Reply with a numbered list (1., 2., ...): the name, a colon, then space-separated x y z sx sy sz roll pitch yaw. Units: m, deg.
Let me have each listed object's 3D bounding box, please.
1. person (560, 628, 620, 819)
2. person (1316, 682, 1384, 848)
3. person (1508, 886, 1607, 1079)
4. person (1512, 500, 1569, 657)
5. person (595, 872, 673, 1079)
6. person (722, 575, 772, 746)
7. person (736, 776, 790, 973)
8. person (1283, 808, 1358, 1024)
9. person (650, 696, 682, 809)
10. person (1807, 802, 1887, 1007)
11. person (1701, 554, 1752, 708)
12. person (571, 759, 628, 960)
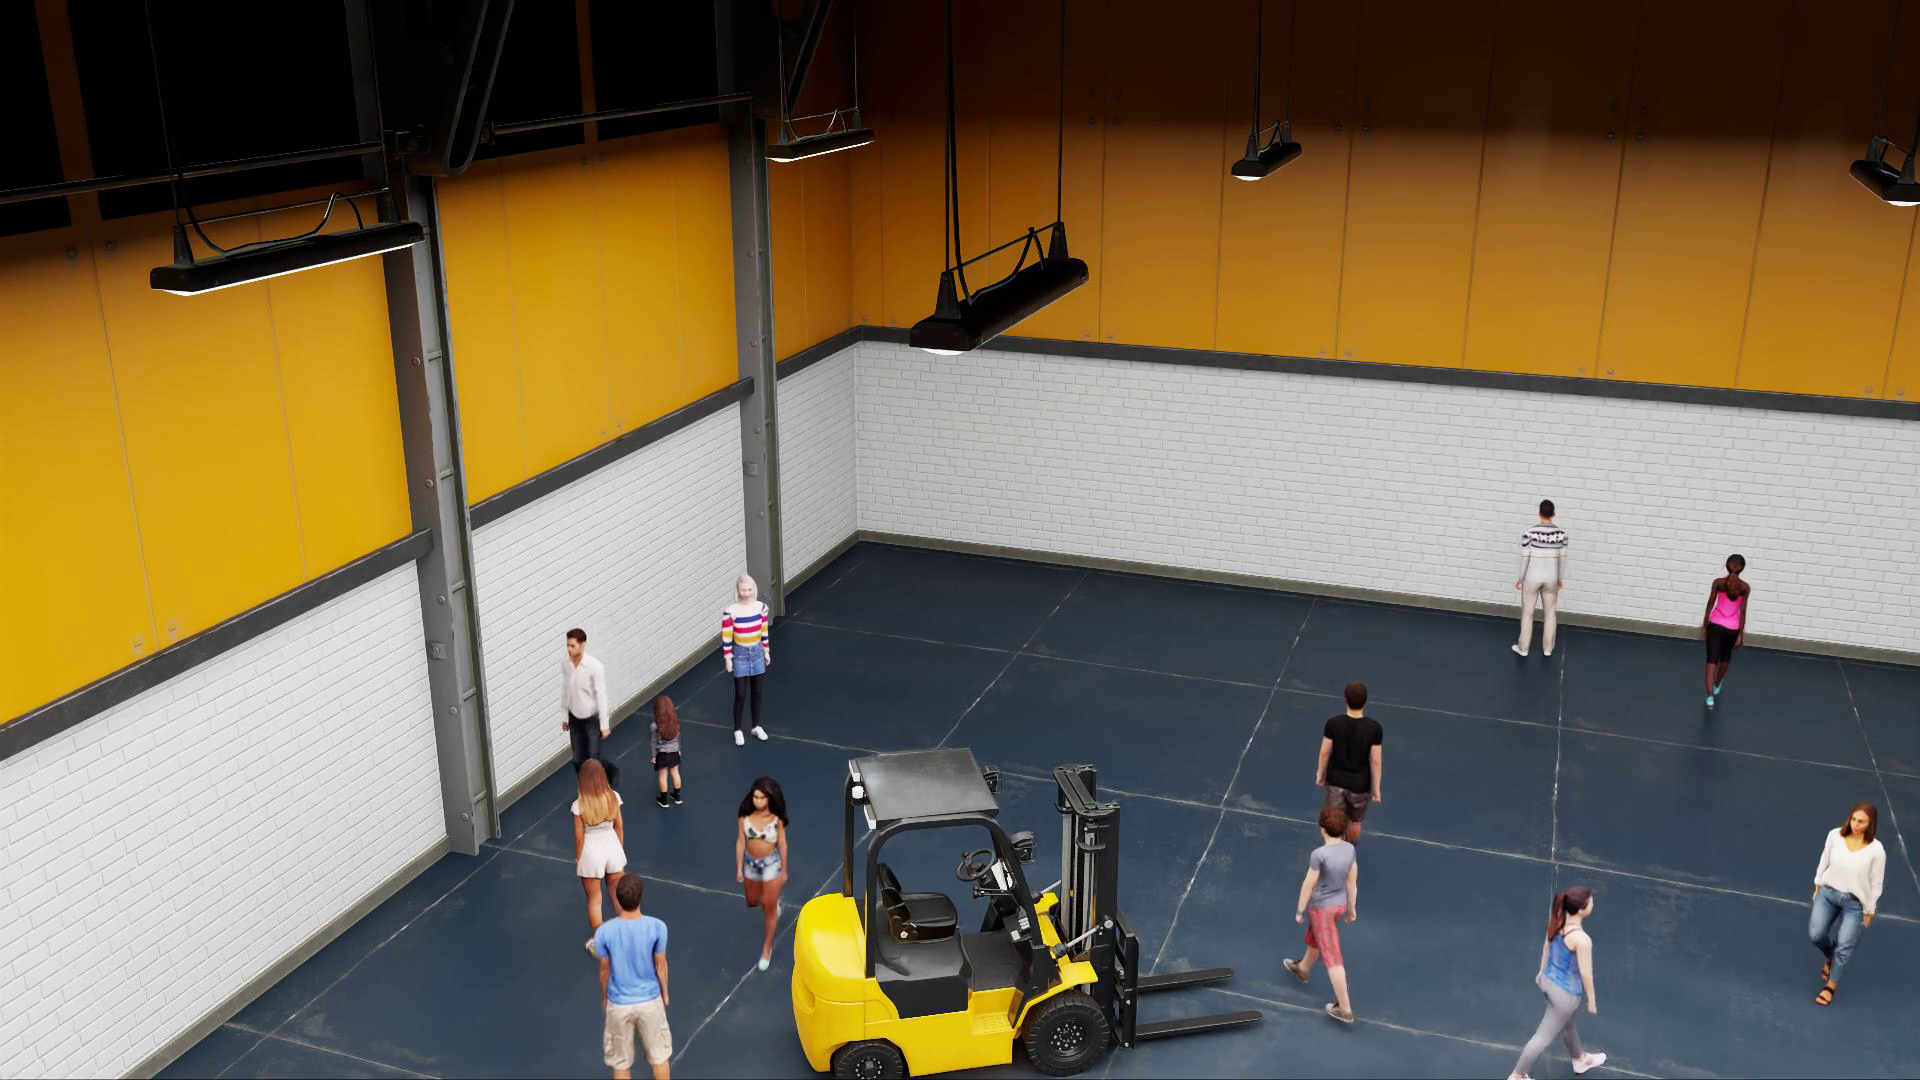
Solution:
1. person: -3.440 1.665 15.565 0.716 1.854 0.831 9 21 25
2. person: 3.307 2.129 14.239 0.826 1.821 1.145 3 19 10
3. person: 4.122 3.157 11.579 1.001 1.571 1.063 -4 19 -11
4. person: 6.701 0.441 19.190 0.747 1.859 0.673 0 19 1
5. person: -2.209 3.117 11.239 0.744 1.864 0.776 -4 19 -12
6. person: -2.171 1.204 17.006 0.686 1.808 0.763 -10 21 -26
7. person: -1.542 2.588 13.207 0.624 1.609 0.905 4 19 12
8. person: 2.803 2.835 12.480 1.100 1.606 1.139 -9 21 -24
9. person: -2.784 1.991 15.769 0.495 1.107 0.588 -16 24 -38
10. person: 6.785 2.729 12.685 0.826 1.675 0.776 -14 23 -36
11. person: 8.162 0.998 17.808 0.628 1.687 1.120 8 20 23
12. person: -2.869 2.523 13.263 0.662 1.696 0.731 -10 21 -28
